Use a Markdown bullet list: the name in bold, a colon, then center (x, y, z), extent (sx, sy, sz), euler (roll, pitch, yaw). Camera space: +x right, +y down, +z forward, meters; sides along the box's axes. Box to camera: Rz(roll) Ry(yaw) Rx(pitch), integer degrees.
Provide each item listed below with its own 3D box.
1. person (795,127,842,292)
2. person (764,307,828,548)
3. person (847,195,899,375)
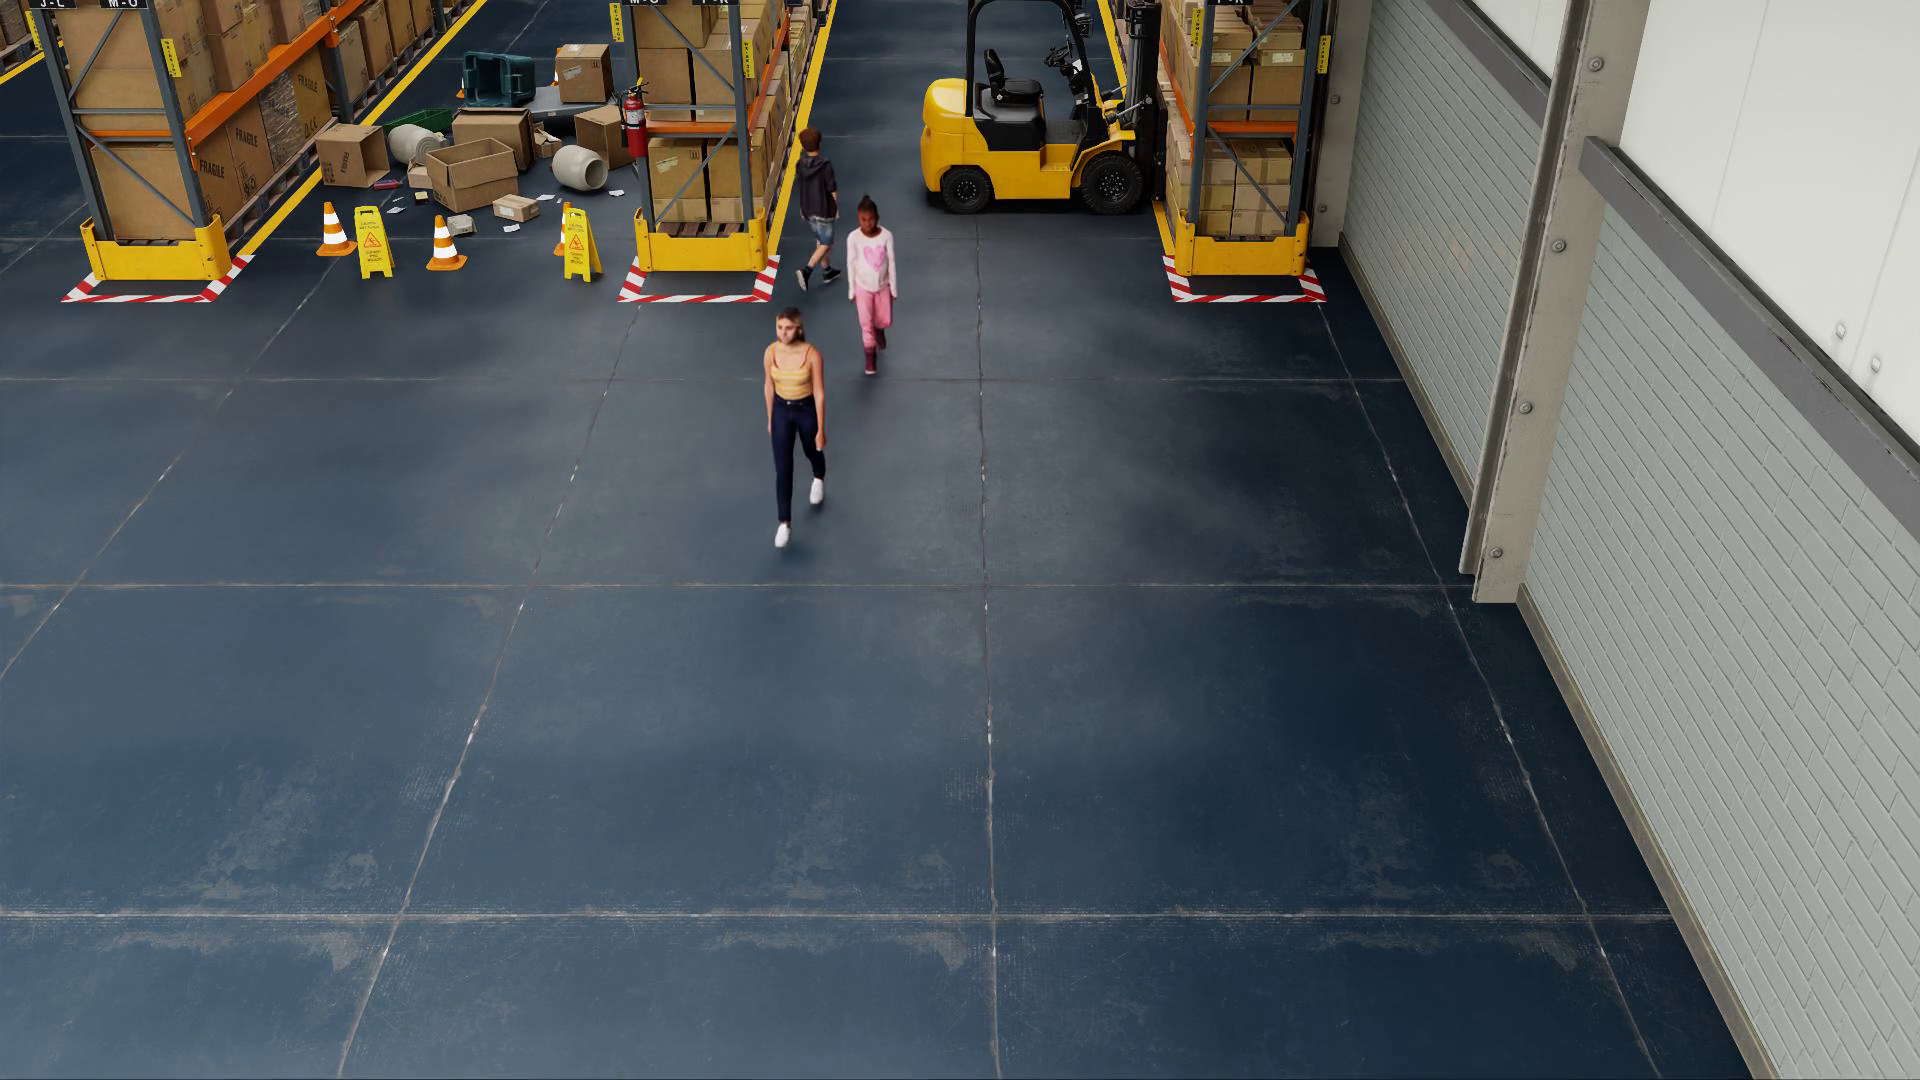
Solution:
- **person**: center (-1.276, -2.883, 14.636), extent (0.809, 1.429, 0.960), euler (18, 37, 26)
- **person**: center (-1.071, -0.843, 11.259), extent (0.760, 1.583, 1.178), euler (5, 33, 8)
- **person**: center (-0.705, -2.075, 13.352), extent (0.597, 1.432, 0.792), euler (-3, 32, -5)
